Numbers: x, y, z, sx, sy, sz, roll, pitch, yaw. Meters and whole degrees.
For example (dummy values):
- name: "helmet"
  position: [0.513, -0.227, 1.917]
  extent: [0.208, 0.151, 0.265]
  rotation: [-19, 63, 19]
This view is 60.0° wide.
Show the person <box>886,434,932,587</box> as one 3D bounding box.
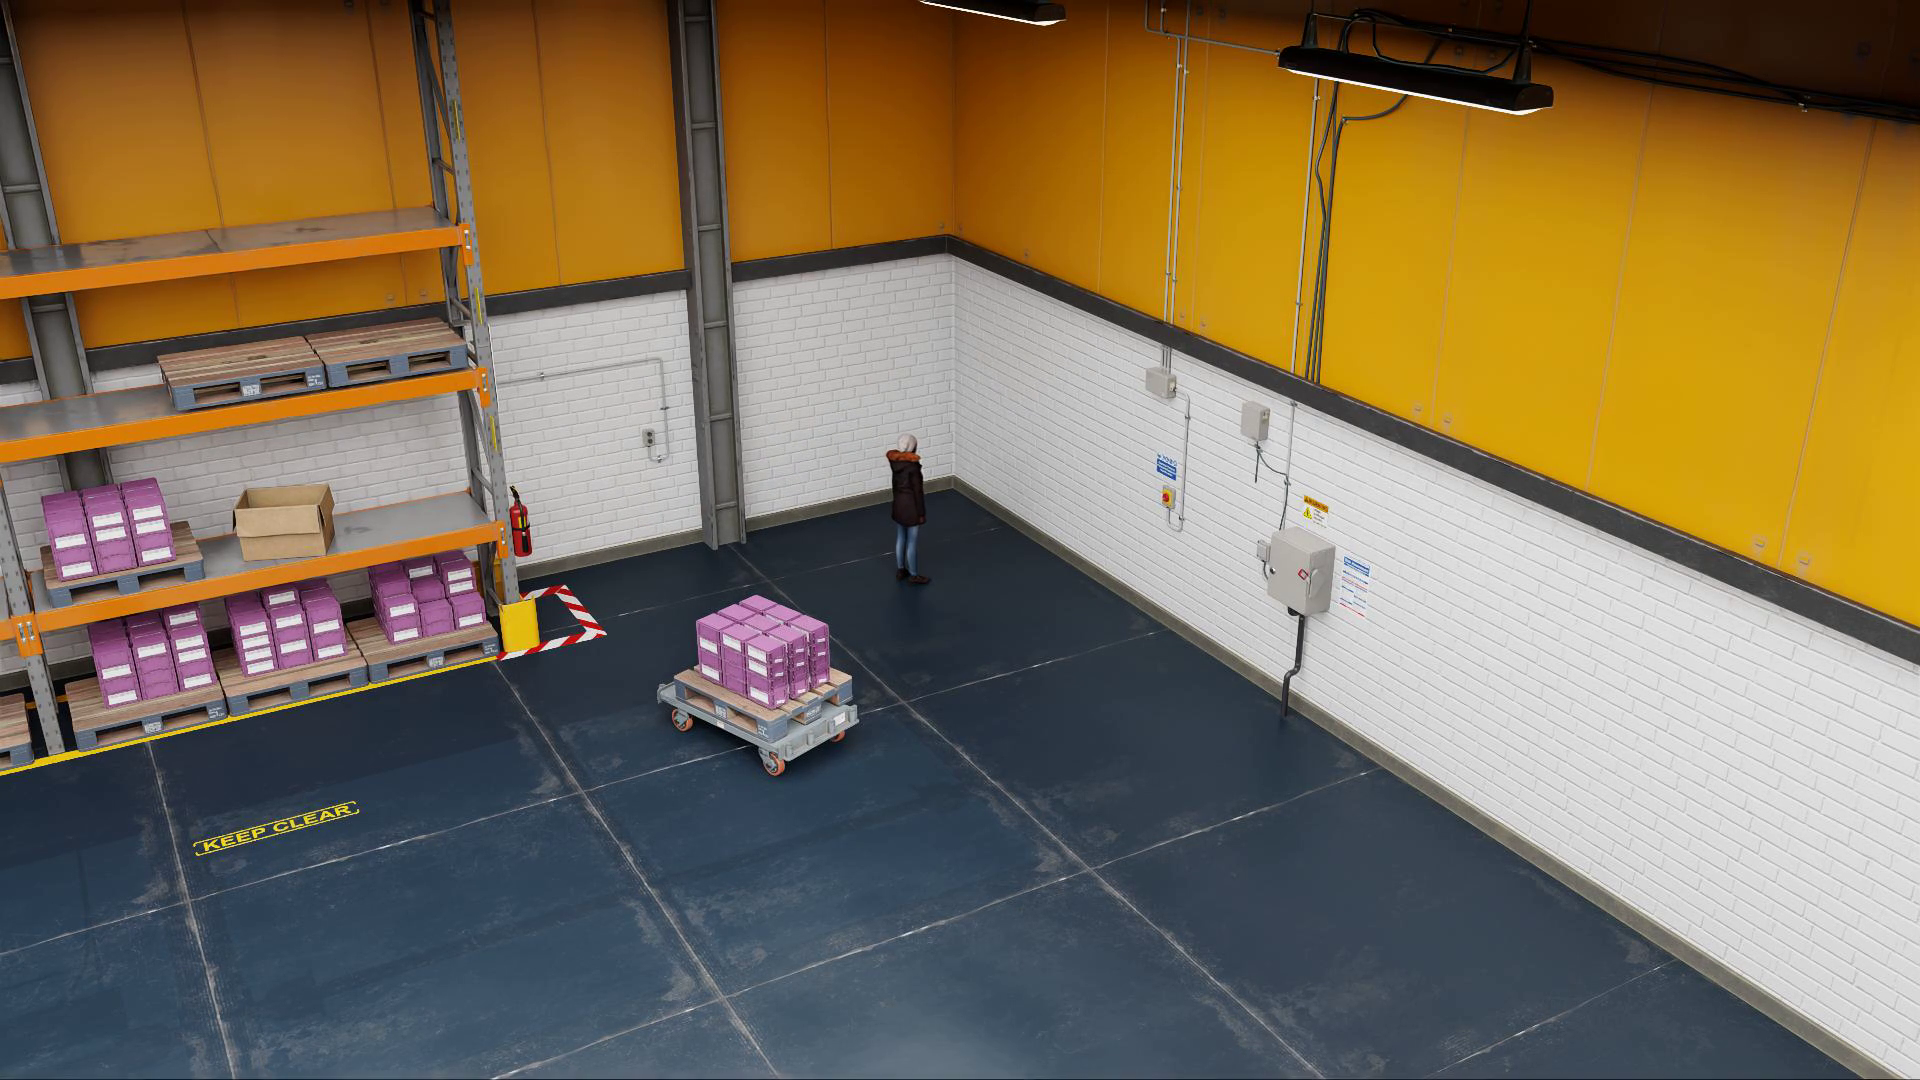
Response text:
- name: "person"
  position: [-0.536, -0.327, 17.102]
  extent: [0.643, 1.632, 0.662]
  rotation: [-17, 29, -34]
